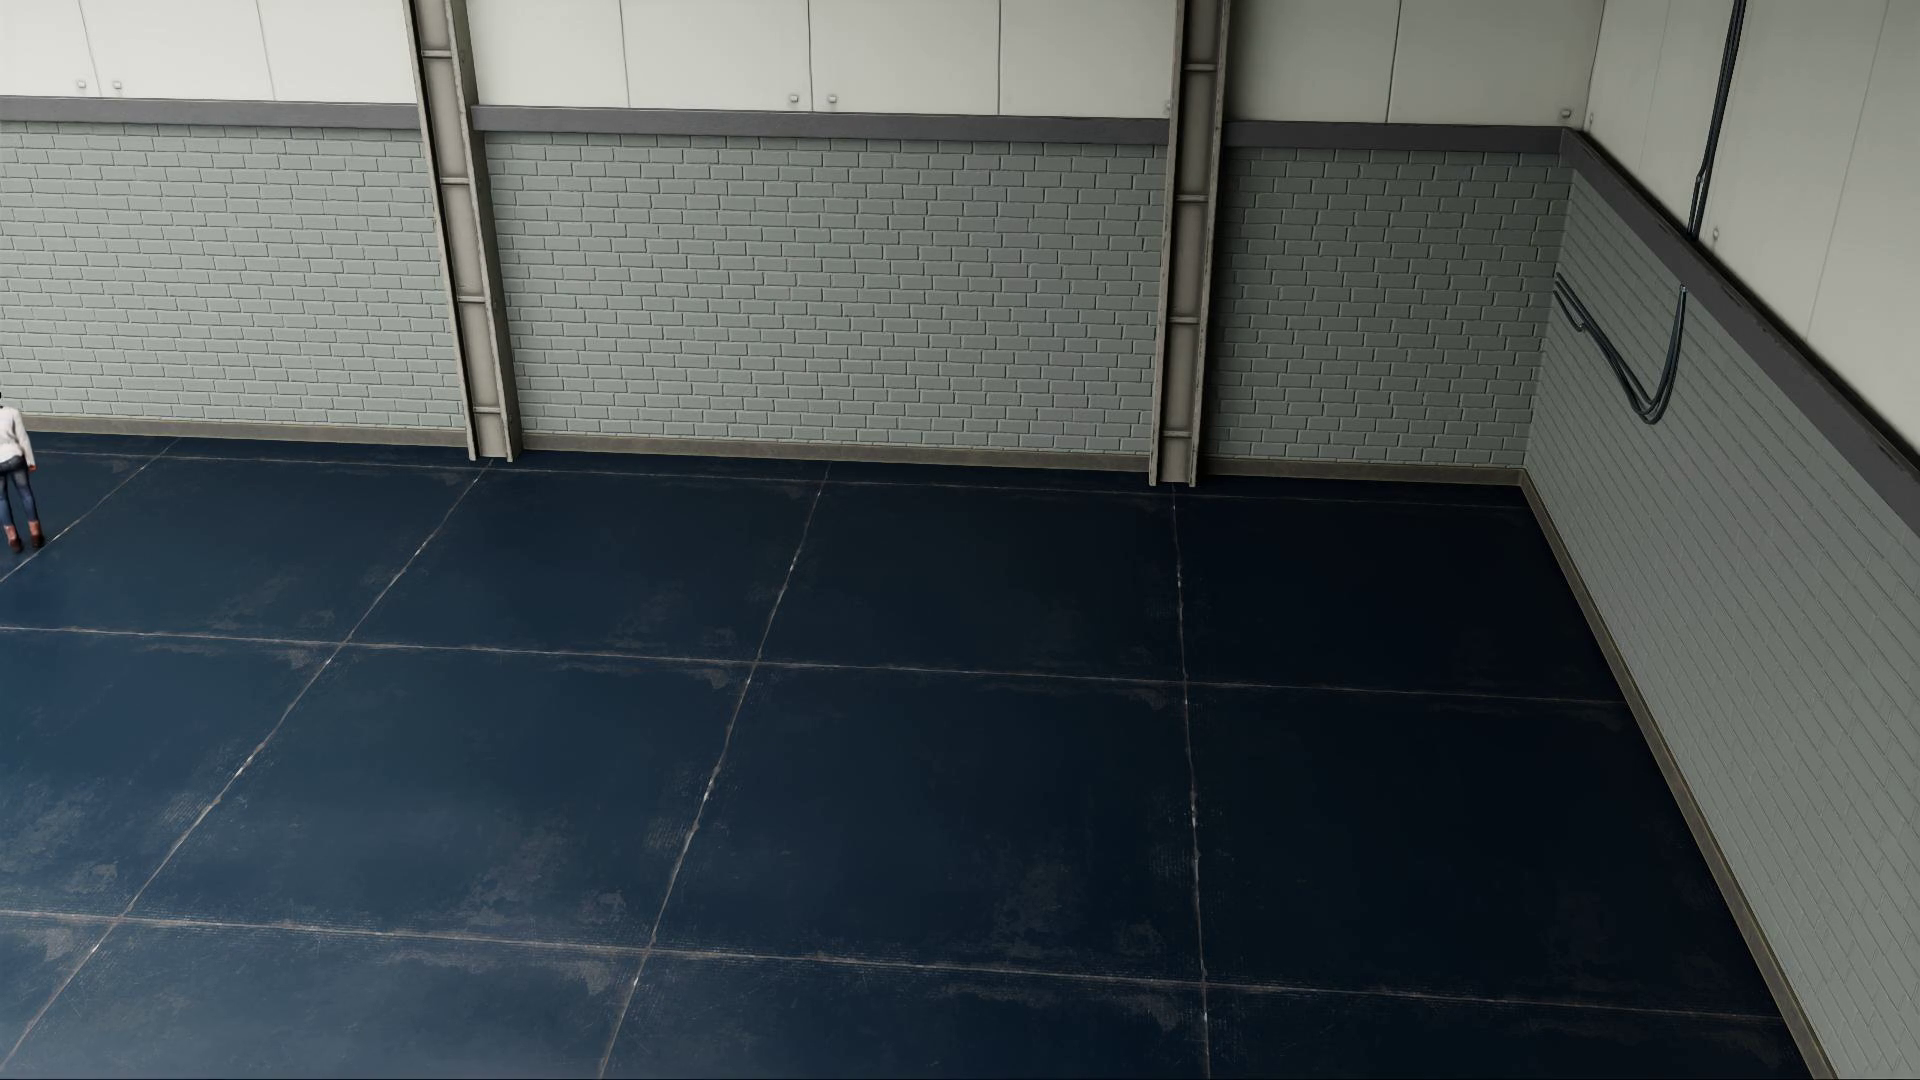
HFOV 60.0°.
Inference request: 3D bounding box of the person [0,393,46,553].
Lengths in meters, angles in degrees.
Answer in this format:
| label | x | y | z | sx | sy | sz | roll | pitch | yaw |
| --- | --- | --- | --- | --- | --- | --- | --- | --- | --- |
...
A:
| label | x | y | z | sx | sy | sz | roll | pitch | yaw |
| --- | --- | --- | --- | --- | --- | --- | --- | --- | --- |
| person | -7.439 | -0.592 | 12.921 | 0.620 | 1.453 | 0.697 | -15 | 31 | -27 |
